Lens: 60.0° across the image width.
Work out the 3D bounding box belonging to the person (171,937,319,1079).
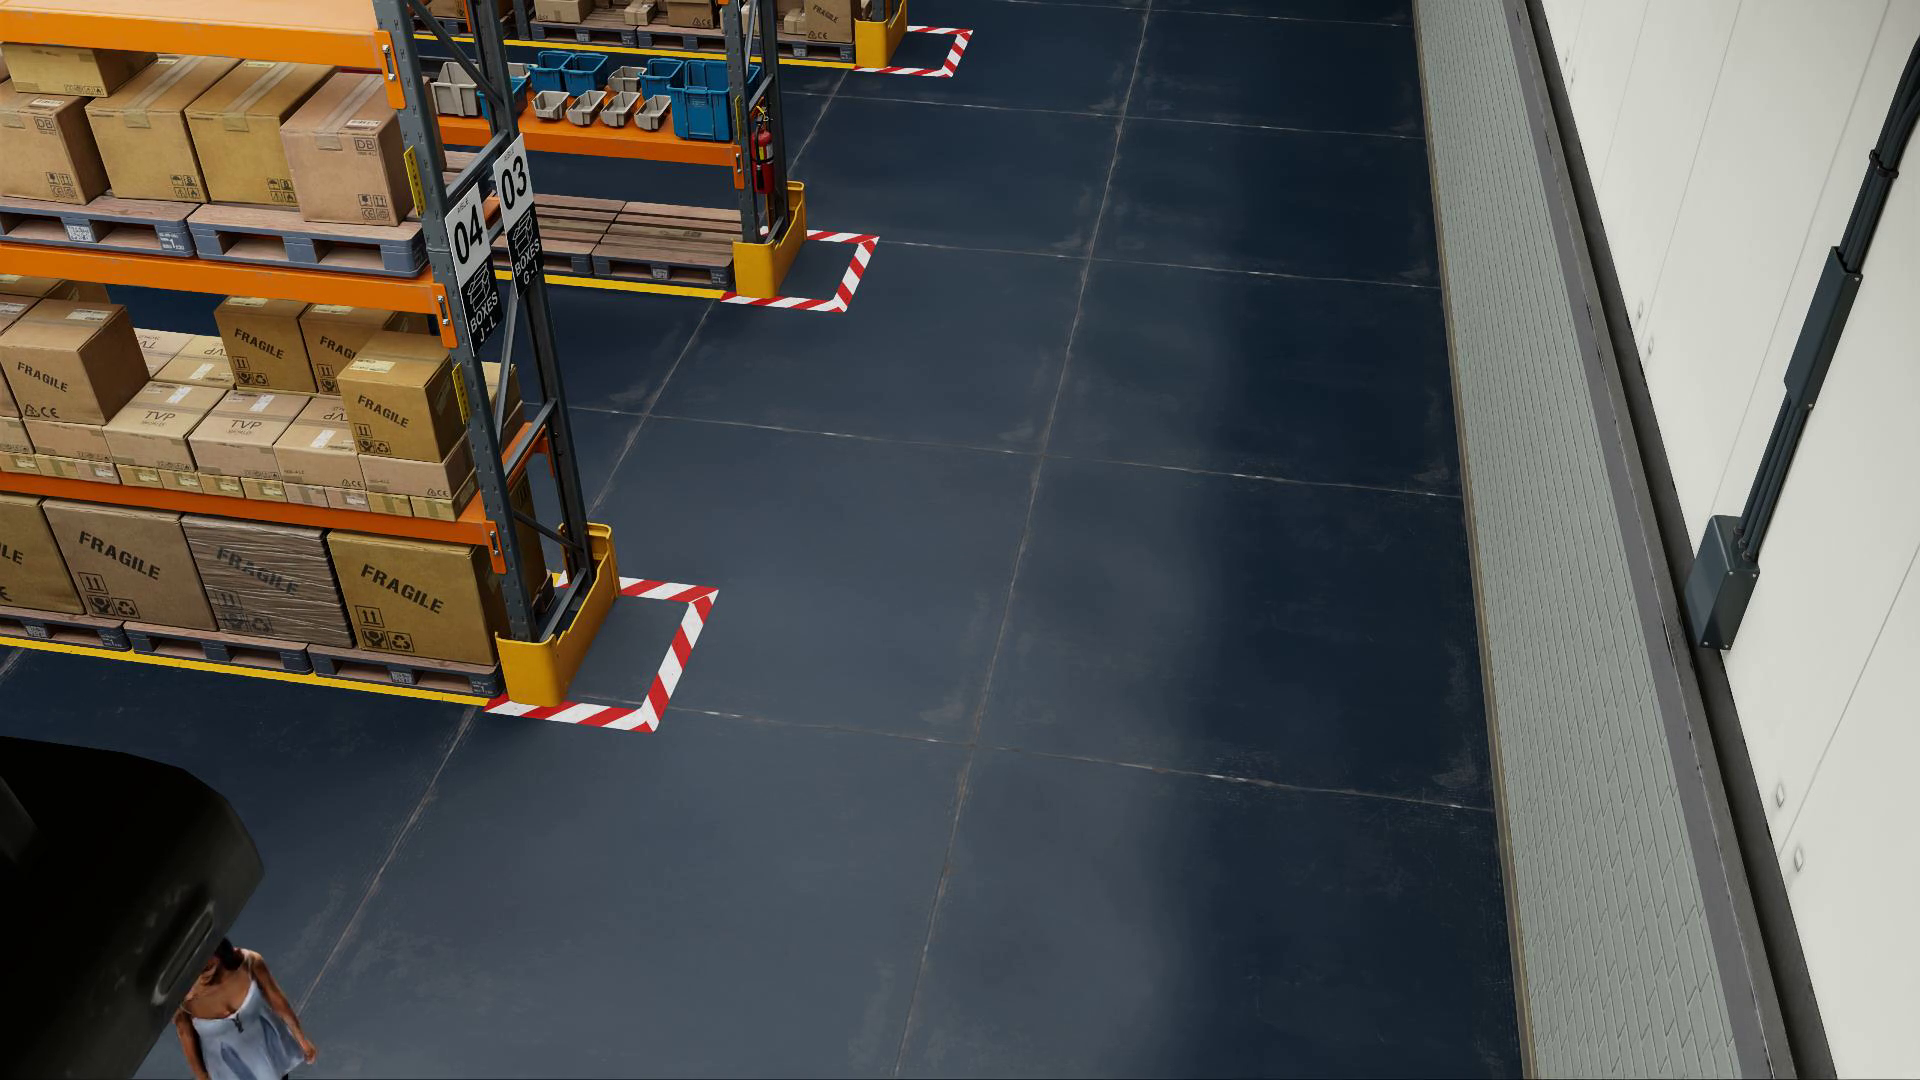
[{"bbox_3d":[-3.106,2.146,7.140,0.782,1.714,0.720,24,44,28],"label":"person"}]
